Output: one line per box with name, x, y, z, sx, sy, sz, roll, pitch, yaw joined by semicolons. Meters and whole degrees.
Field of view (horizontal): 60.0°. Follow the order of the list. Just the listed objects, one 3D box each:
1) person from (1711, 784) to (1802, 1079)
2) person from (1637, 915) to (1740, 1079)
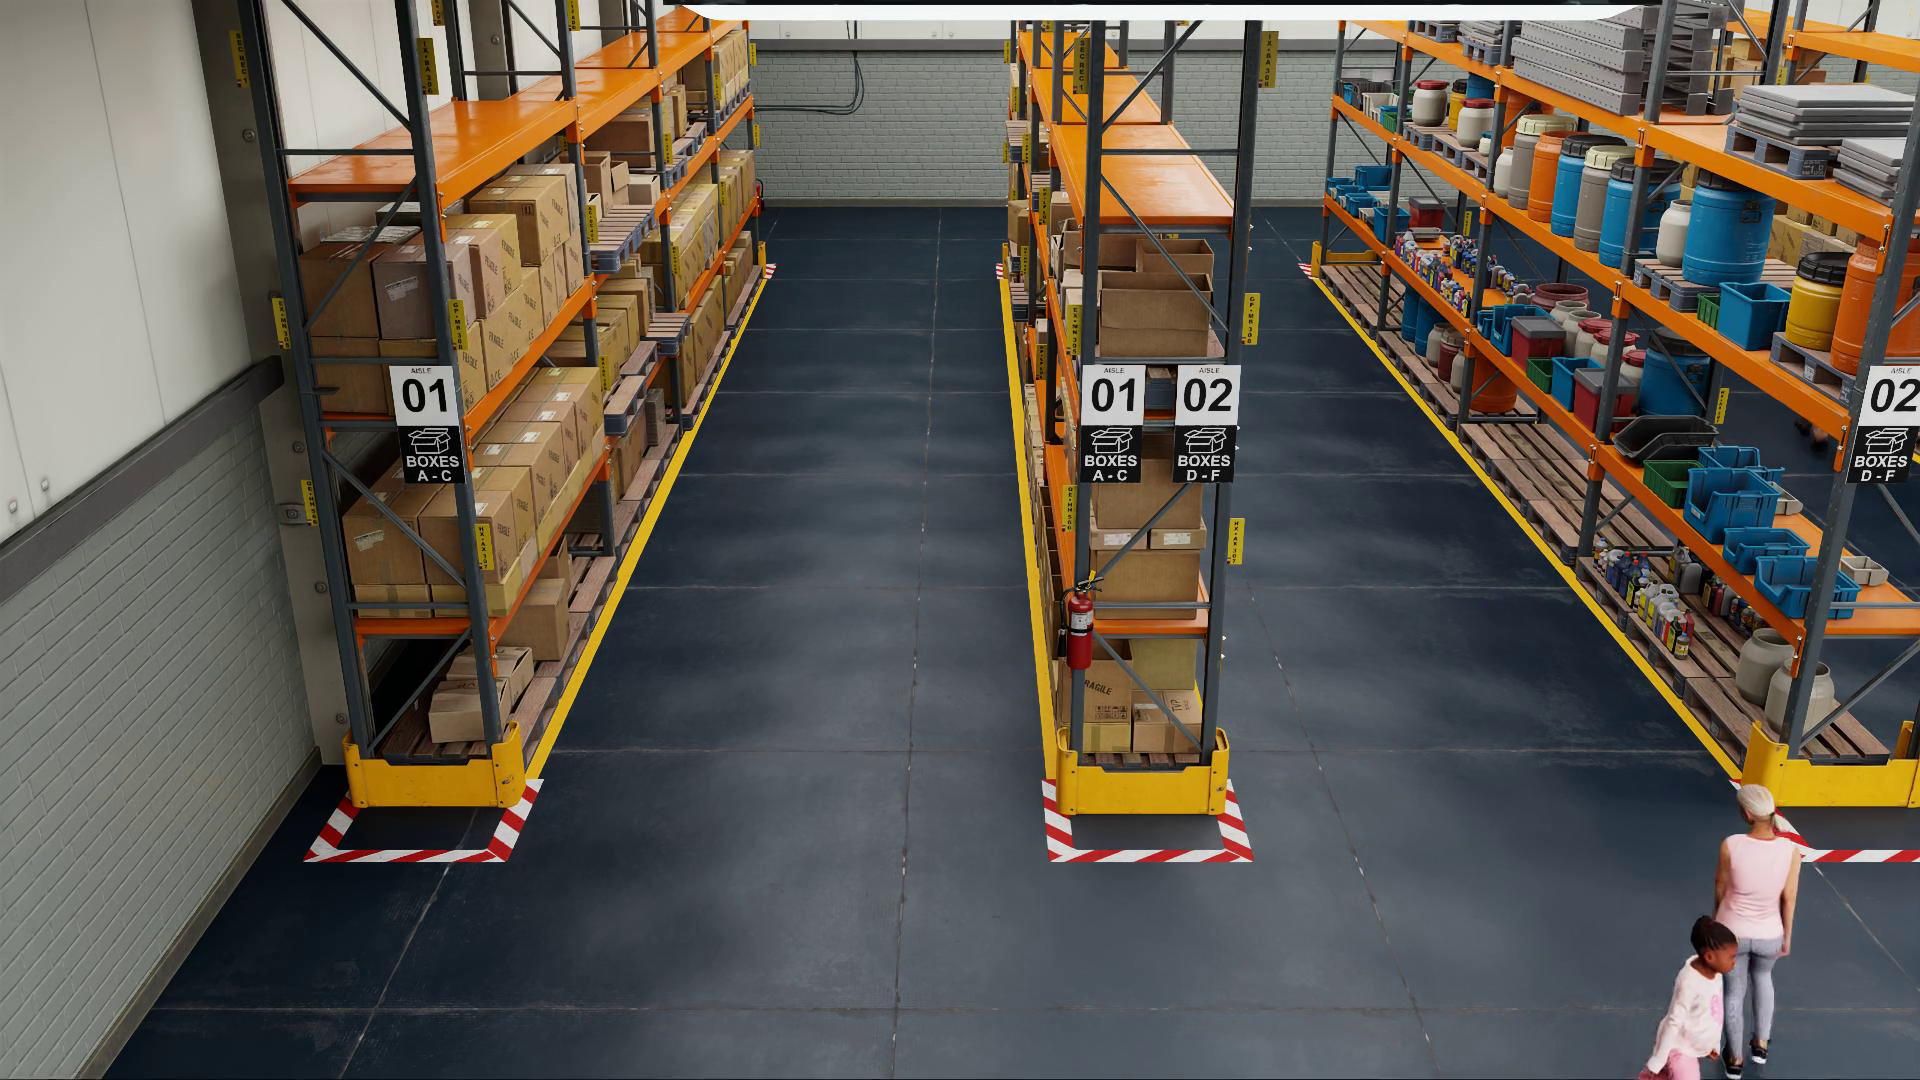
person;4.156;2.123;8.770;0.686;1.691;0.684;8;24;19
person;3.525;2.472;8.277;0.999;1.418;0.958;20;30;40
